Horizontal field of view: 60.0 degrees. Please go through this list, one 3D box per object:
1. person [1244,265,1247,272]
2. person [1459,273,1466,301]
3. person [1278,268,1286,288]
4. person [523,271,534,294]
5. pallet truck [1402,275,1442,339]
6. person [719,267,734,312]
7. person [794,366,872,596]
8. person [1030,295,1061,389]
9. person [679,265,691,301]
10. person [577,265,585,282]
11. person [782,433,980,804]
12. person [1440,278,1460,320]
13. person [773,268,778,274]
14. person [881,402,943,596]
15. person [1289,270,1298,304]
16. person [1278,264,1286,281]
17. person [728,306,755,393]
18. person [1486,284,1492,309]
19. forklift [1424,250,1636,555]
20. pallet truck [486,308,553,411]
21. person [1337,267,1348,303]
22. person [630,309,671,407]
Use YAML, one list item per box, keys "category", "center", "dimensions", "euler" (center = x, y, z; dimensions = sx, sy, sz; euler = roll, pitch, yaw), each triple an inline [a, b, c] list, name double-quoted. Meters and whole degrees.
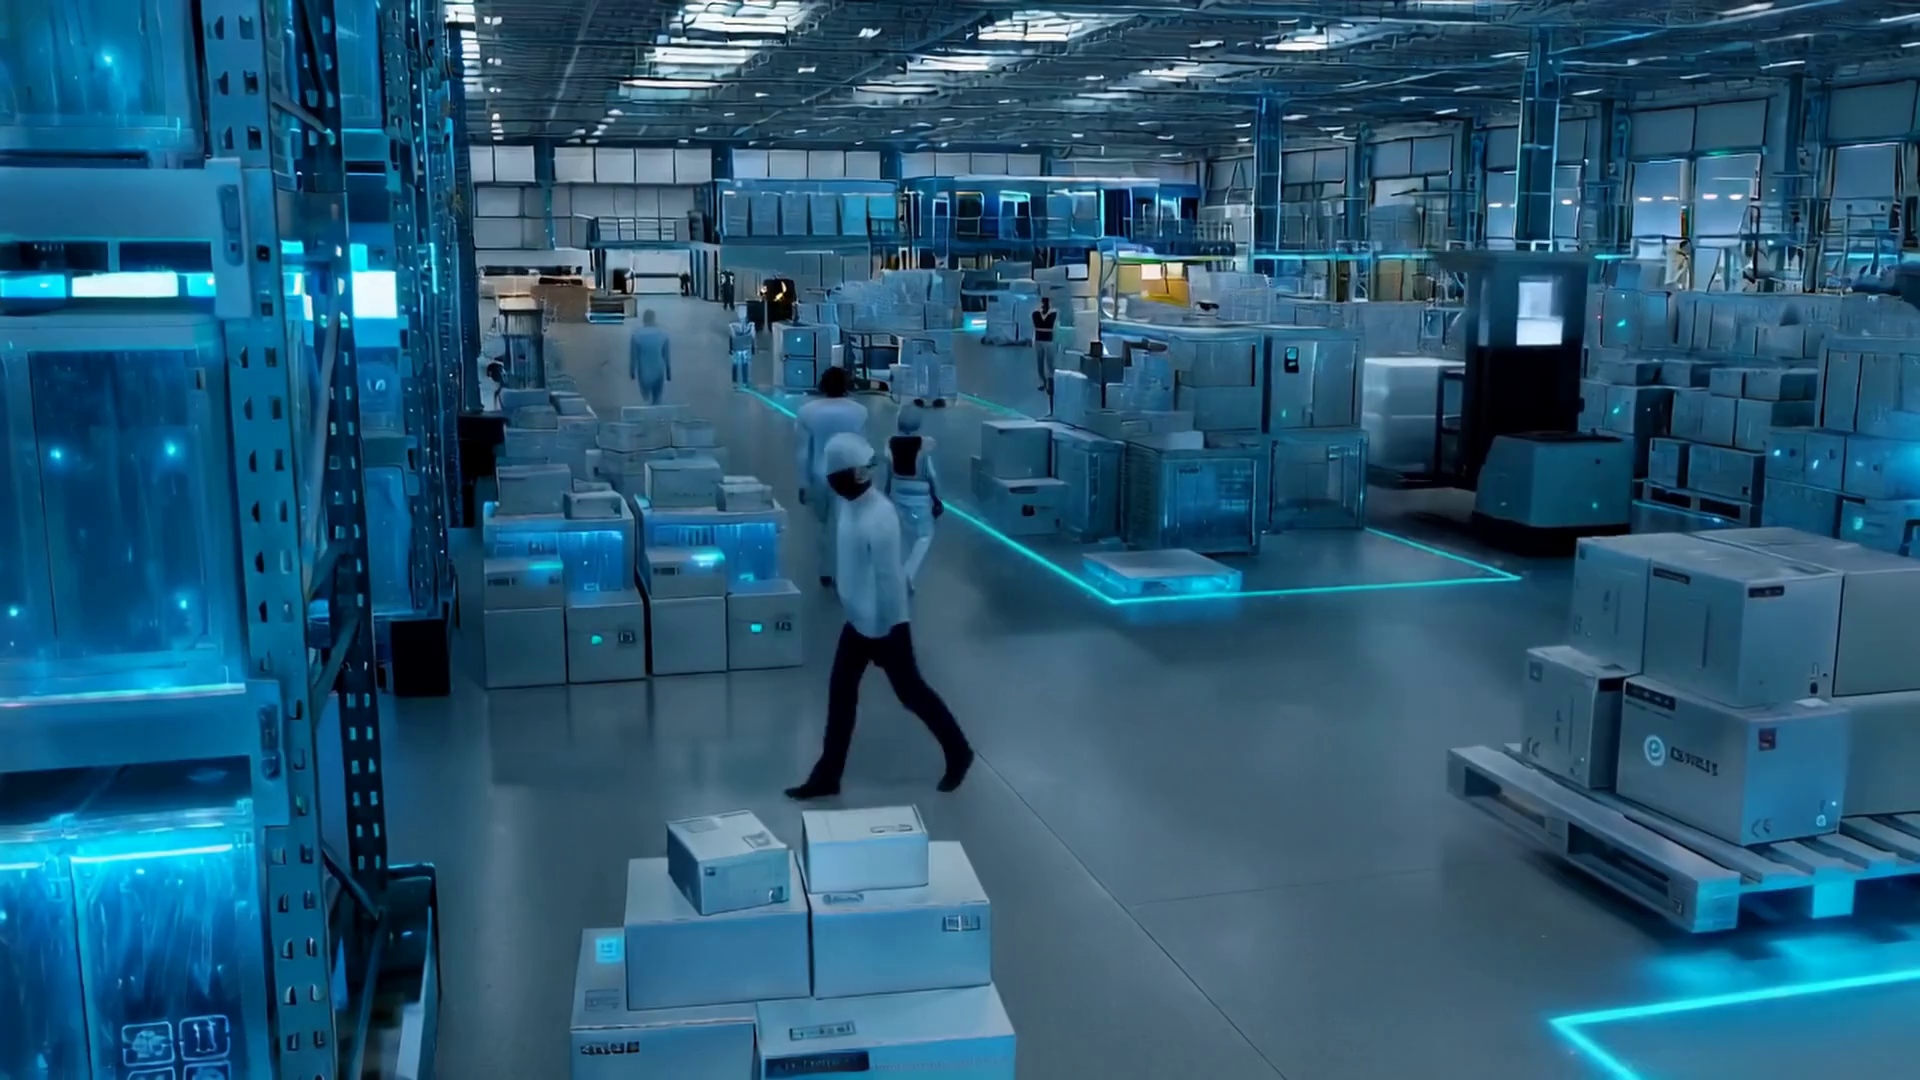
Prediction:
- category: "person"
  center: [13.503, -12.032, 78.811]
  dimensions: [0.381, 1.993, 0.622]
  euler: [0, 10, 0]
- category: "person"
  center: [22.552, -11.123, 74.564]
  dimensions: [0.540, 1.678, 0.666]
  euler: [-3, 10, -15]
- category: "person"
  center: [15.478, -12.221, 80.363]
  dimensions: [0.524, 1.827, 0.637]
  euler: [7, 12, 36]
- category: "person"
  center: [-19.865, -11.501, 76.587]
  dimensions: [0.537, 1.717, 0.911]
  euler: [0, 10, 2]
- category: "pallet truck"
  center: [14.620, -7.324, 52.145]
  dimensions: [0.823, 1.965, 1.885]
  euler: [8, 13, 40]
- category: "person"
  center: [-10.174, -10.959, 72.605]
  dimensions: [0.693, 2.000, 1.022]
  euler: [1, 10, 4]
- category: "person"
  center: [-1.038, -0.492, 13.780]
  dimensions: [0.647, 1.893, 1.009]
  euler: [-1, 10, -7]
- category: "person"
  center: [1.727, -3.992, 33.552]
  dimensions: [0.615, 1.902, 0.480]
  euler: [3, 10, 16]
- category: "person"
  center: [-14.482, -13.546, 87.715]
  dimensions: [0.613, 1.883, 0.953]
  euler: [-4, 11, -21]
- category: "person"
  center: [-19.710, -13.361, 86.659]
  dimensions: [0.575, 1.882, 0.355]
  euler: [8, 13, 38]
- category: "person"
  center: [-0.380, 0.402, 8.596]
  dimensions: [1.040, 1.938, 0.653]
  euler: [-4, 11, -22]
- category: "person"
  center: [16.559, -7.942, 56.214]
  dimensions: [0.634, 1.807, 0.940]
  euler: [1, 10, 7]
- category: "person"
  center: [-7.926, -10.734, 71.626]
  dimensions: [0.545, 1.938, 0.362]
  euler: [-4, 11, -22]
- category: "person"
  center: [-0.412, -0.300, 13.435]
  dimensions: [0.523, 1.617, 0.674]
  euler: [4, 11, 23]
- category: "person"
  center: [16.170, -12.304, 81.100]
  dimensions: [0.859, 1.731, 0.529]
  euler: [7, 12, 36]
- category: "person"
  center: [17.016, -13.711, 88.491]
  dimensions: [0.640, 1.932, 0.443]
  euler: [1, 10, 3]
- category: "person"
  center: [-4.285, -3.746, 32.735]
  dimensions: [0.532, 1.697, 0.320]
  euler: [-3, 10, -15]
- category: "person"
  center: [17.908, -7.910, 55.562]
  dimensions: [0.653, 1.955, 0.938]
  euler: [2, 10, 12]
- category: "forklift"
  center: [5.503, -1.368, 15.920]
  dimensions: [1.129, 2.768, 1.873]
  euler: [-3, 10, -16]
- category: "pallet truck"
  center: [-6.242, -2.418, 24.362]
  dimensions: [0.823, 1.965, 1.885]
  euler: [1, 10, 3]
- category: "person"
  center: [17.852, -11.816, 77.774]
  dimensions: [0.585, 1.929, 0.371]
  euler: [1, 10, 5]
- category: "person"
  center: [-4.919, -2.731, 26.476]
  dimensions: [0.650, 1.883, 0.822]
  euler: [-3, 11, -19]
